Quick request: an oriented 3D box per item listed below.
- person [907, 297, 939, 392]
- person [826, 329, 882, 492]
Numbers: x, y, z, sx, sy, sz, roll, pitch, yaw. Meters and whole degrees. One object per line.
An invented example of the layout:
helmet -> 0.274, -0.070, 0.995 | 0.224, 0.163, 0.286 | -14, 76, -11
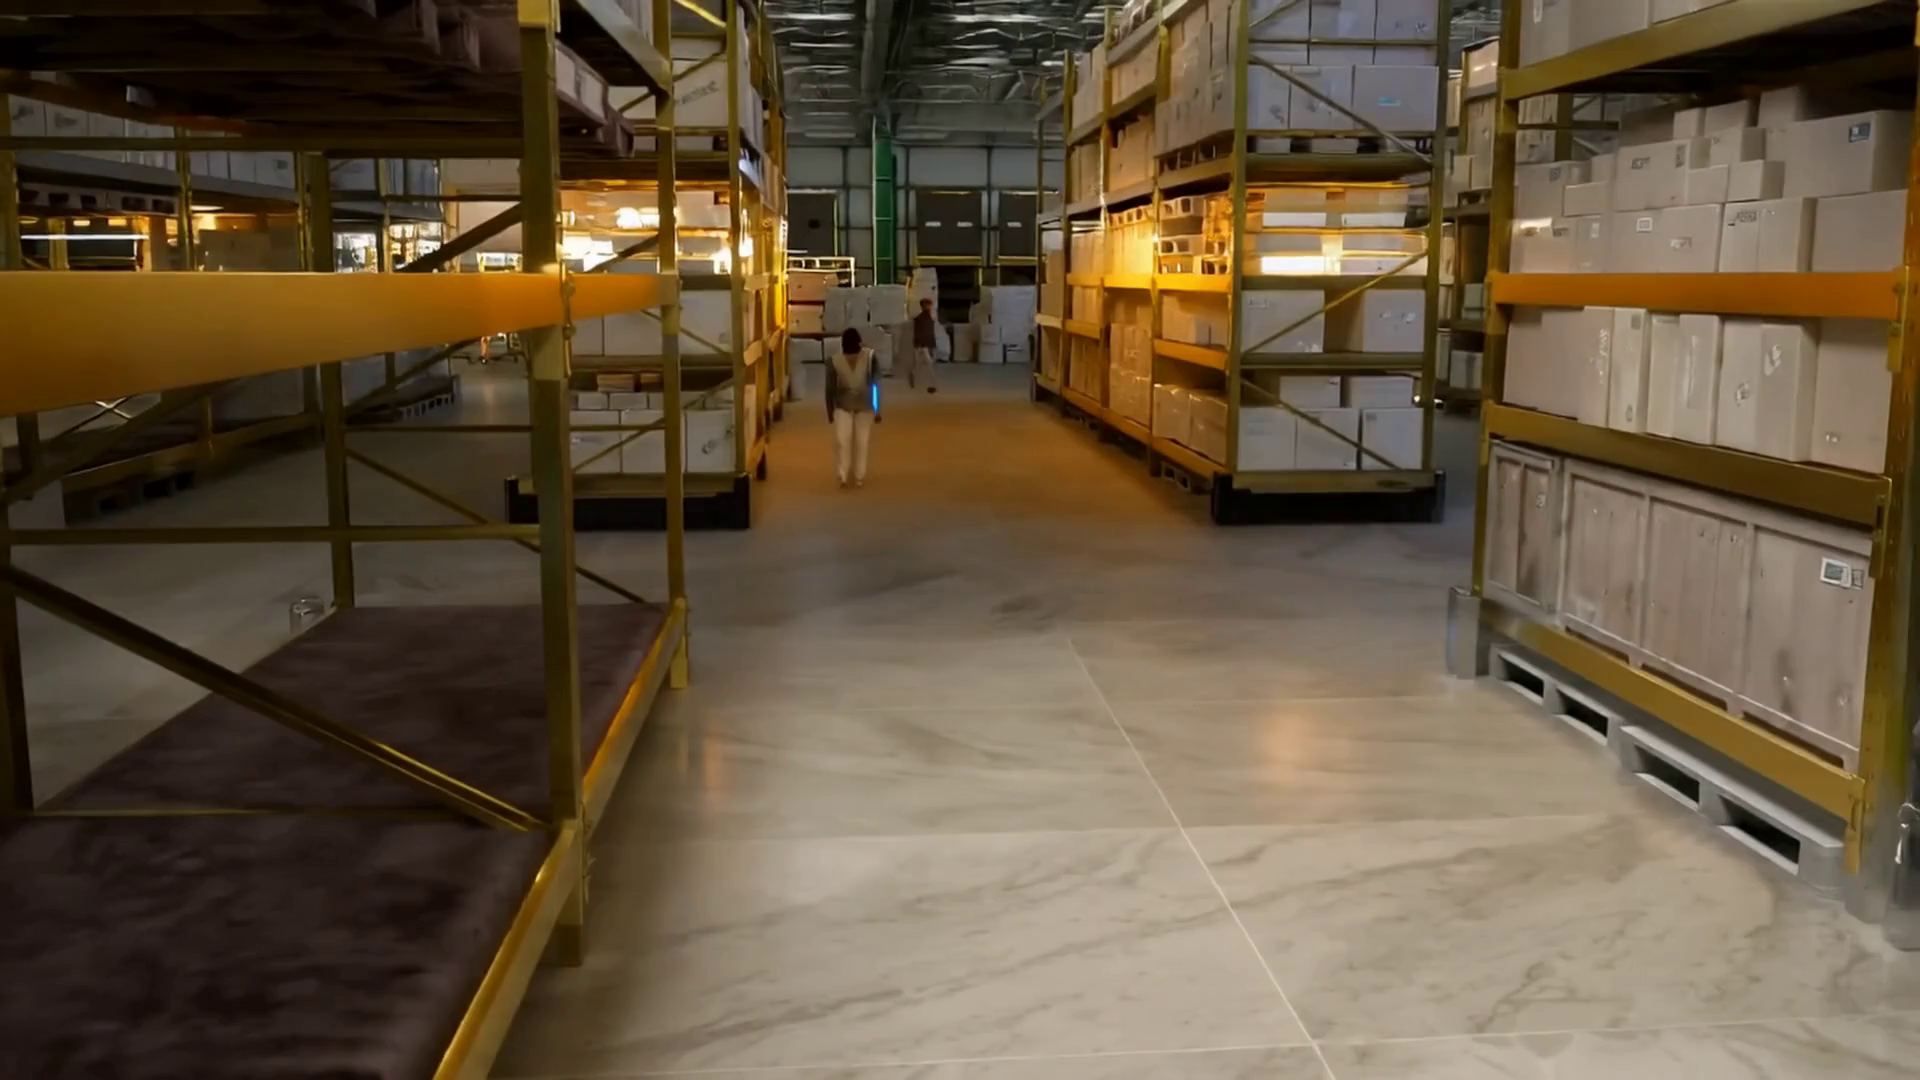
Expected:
person -> -0.774, -4.016, 34.195 | 0.715, 1.964, 0.616 | 6, 11, 33
person -> -1.177, -1.435, 18.519 | 0.628, 1.807, 0.894 | -1, 9, -5
